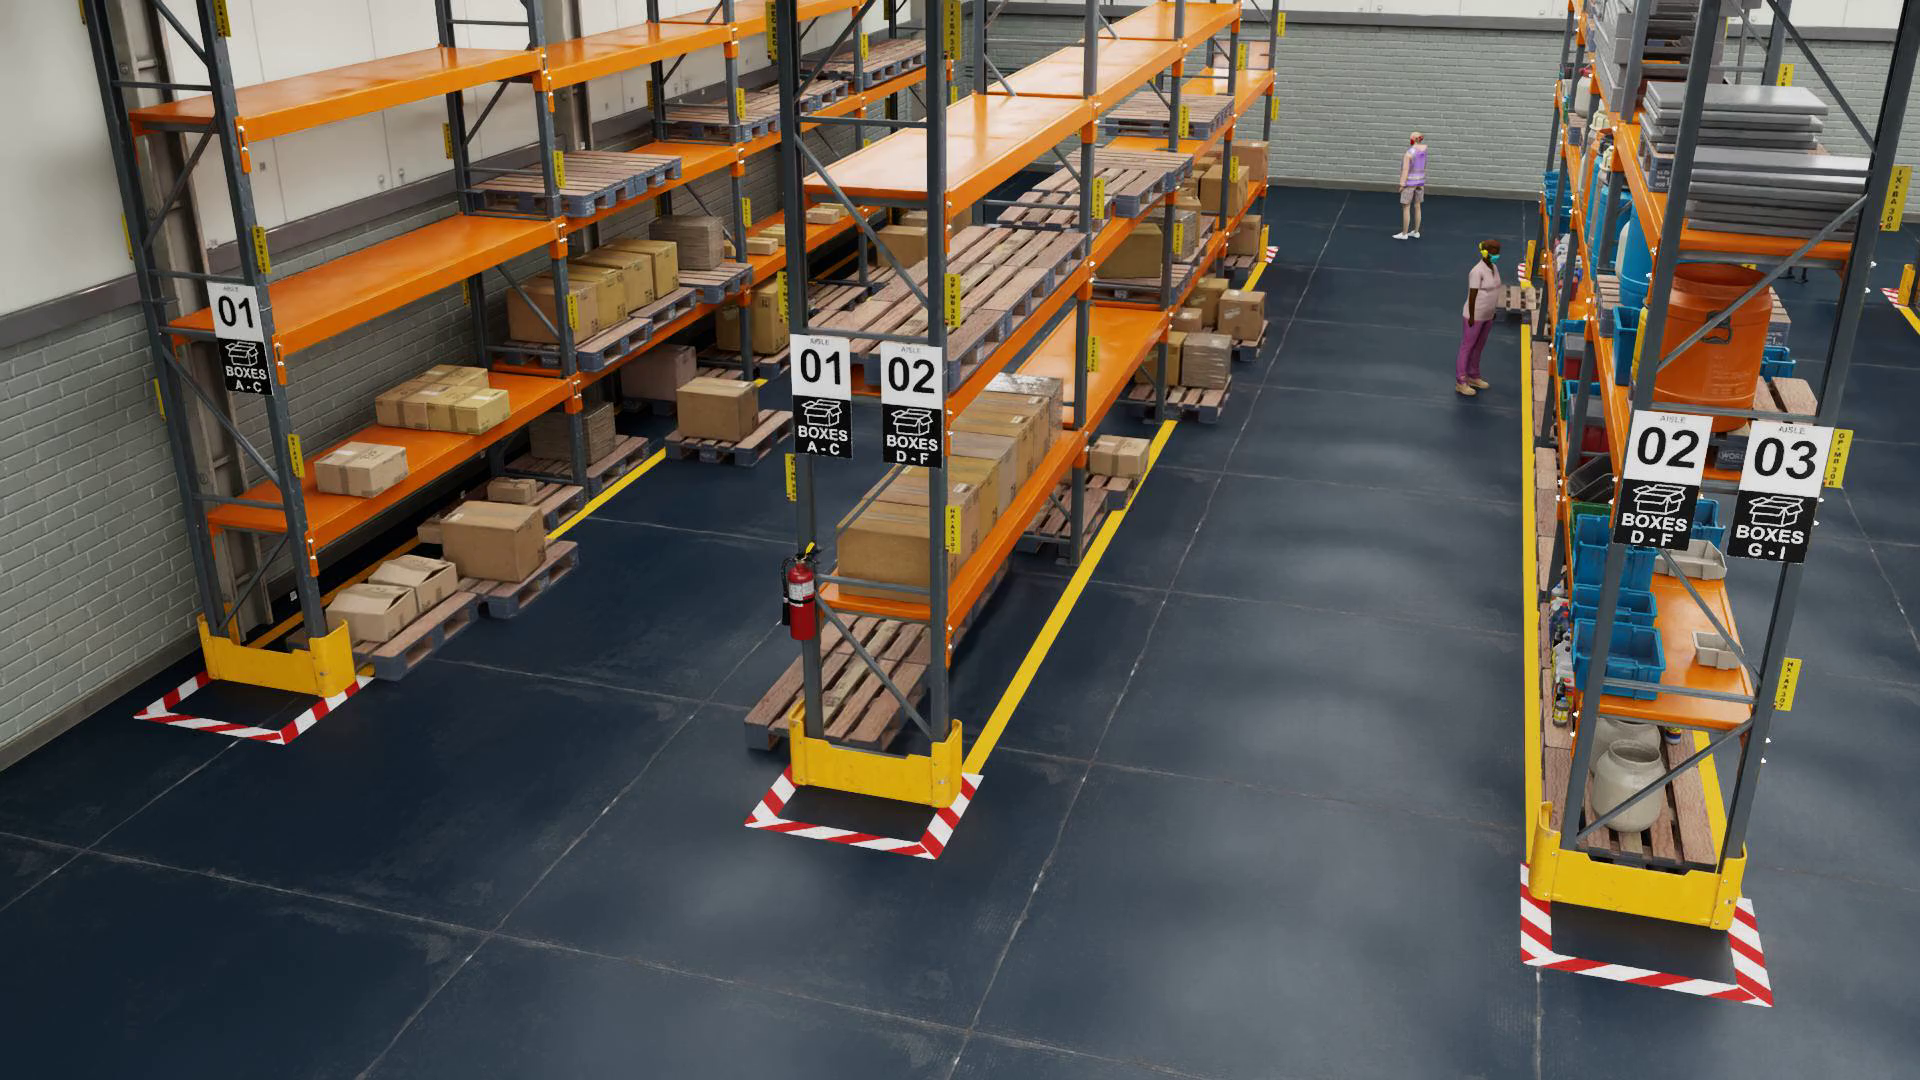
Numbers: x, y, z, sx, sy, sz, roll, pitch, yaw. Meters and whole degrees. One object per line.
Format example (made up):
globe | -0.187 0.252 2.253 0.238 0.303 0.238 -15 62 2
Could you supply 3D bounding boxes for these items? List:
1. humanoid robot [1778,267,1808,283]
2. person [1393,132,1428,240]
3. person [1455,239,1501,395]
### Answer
humanoid robot | 12.157 -4.540 23.904 0.315 1.657 0.599 -9 25 -19
person | 7.183 -5.622 26.420 0.491 1.688 0.349 -14 27 -29
person | 6.025 -2.594 19.256 0.516 1.799 0.332 -21 31 -40
